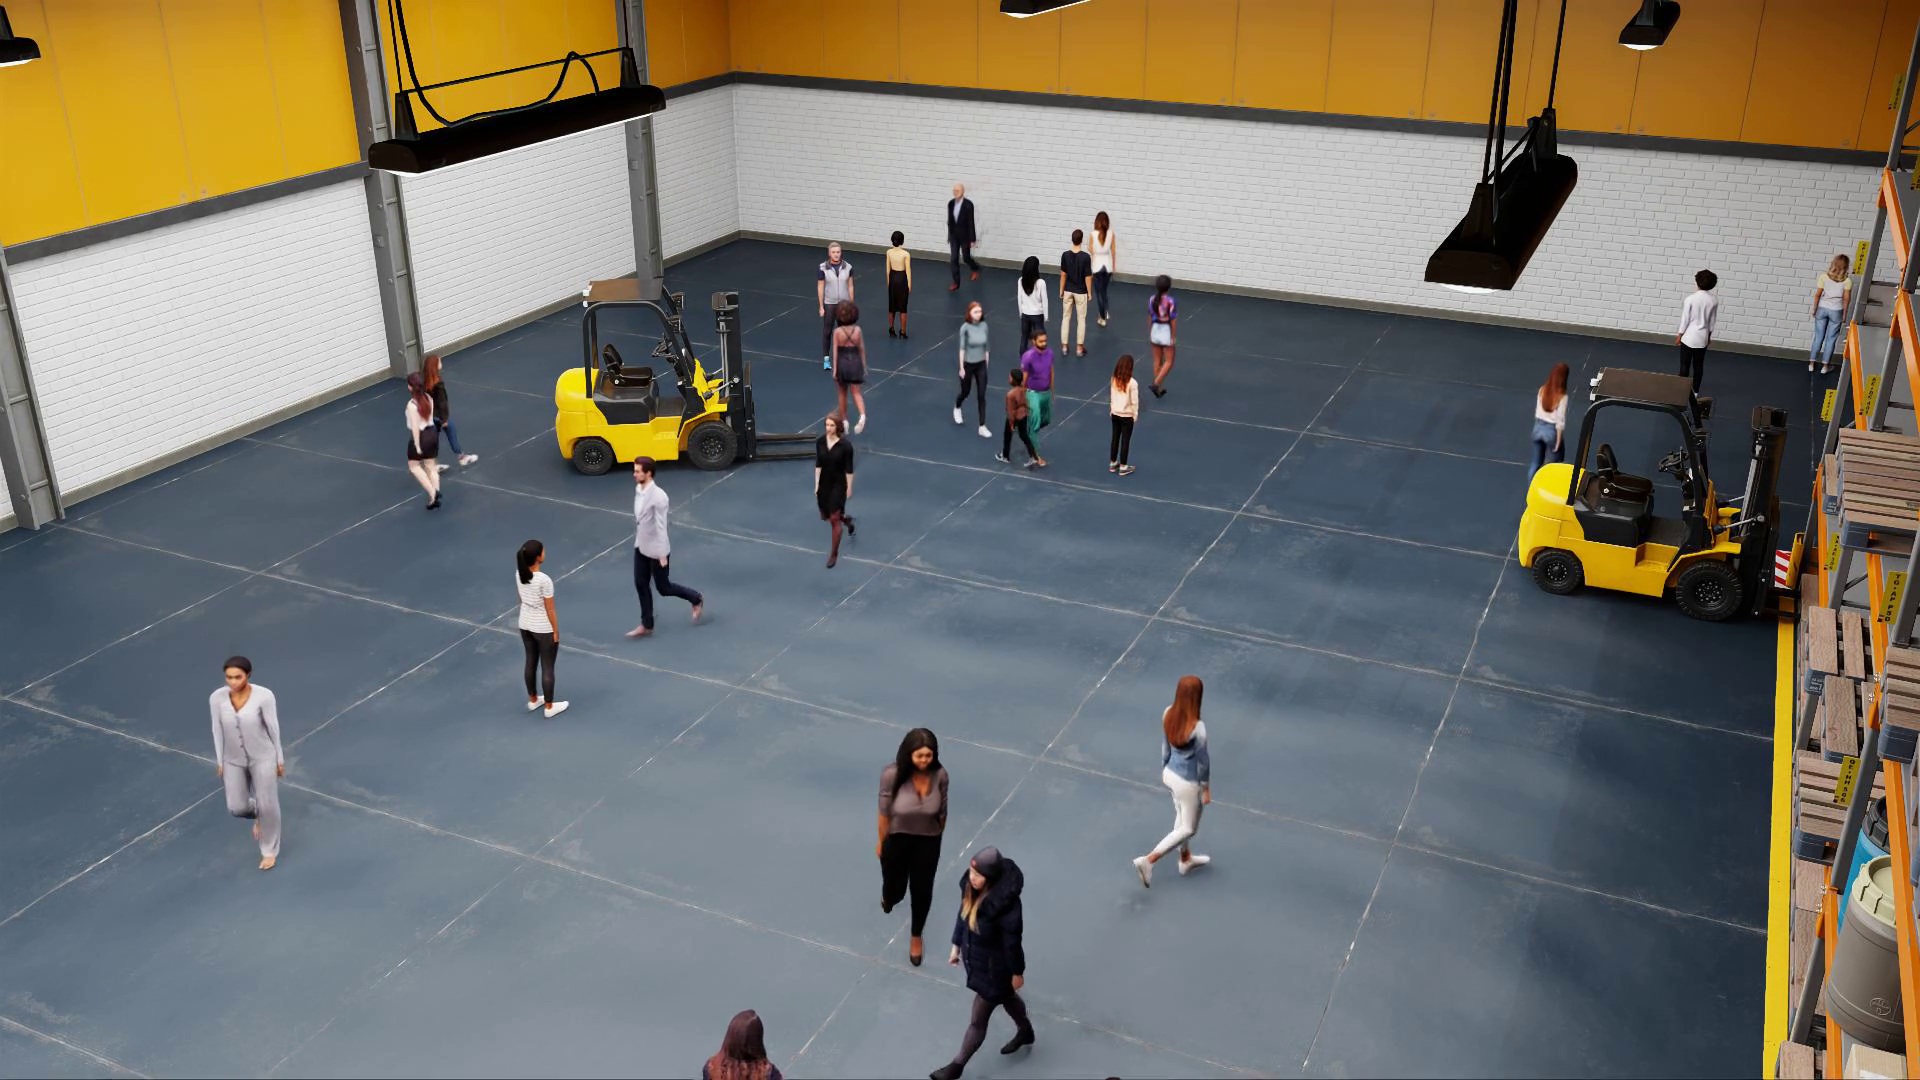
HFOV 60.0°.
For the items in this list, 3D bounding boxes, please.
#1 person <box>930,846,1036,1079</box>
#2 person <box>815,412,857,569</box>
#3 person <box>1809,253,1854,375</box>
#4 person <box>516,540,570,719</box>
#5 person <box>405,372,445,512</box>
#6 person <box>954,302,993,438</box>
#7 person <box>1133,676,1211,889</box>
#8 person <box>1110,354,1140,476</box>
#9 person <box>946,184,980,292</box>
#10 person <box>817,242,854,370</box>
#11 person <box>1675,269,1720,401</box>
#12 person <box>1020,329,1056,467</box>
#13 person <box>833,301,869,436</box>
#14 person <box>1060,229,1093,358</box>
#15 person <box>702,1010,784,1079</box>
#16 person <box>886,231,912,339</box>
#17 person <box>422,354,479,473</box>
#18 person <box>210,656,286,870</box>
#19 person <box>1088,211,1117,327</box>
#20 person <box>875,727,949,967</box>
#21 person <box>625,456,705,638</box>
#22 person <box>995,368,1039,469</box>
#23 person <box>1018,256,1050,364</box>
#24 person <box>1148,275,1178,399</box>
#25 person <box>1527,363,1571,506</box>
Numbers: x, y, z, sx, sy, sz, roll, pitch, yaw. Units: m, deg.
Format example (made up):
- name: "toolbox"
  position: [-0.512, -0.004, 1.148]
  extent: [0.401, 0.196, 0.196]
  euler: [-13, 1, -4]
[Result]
- name: "person"
  position: [0.276, 2.615, 10.421]
  extent: [1.164, 1.625, 1.021]
  euler: [-14, 27, -28]
- name: "person"
  position: [-1.304, -0.569, 17.628]
  extent: [0.605, 1.687, 0.873]
  euler: [11, 26, 24]
- name: "person"
  position: [12.392, -3.235, 23.681]
  extent: [0.686, 1.723, 0.640]
  euler: [20, 30, 38]
- name: "person"
  position: [-3.714, 0.766, 14.628]
  extent: [0.572, 1.644, 0.529]
  euler: [14, 27, 28]
- name: "person"
  position: [-6.008, -1.093, 18.890]
  extent: [0.601, 1.637, 0.530]
  euler: [9, 25, 21]
- name: "person"
  position: [0.135, -2.215, 21.362]
  extent: [1.102, 1.711, 1.100]
  euler: [-10, 26, -22]
- name: "person"
  position: [1.584, 1.802, 12.203]
  extent: [1.069, 1.688, 0.954]
  euler: [-13, 27, -26]
- name: "person"
  position: [1.960, -1.527, 20.074]
  extent: [0.606, 1.483, 0.619]
  euler: [-21, 31, -40]
- name: "person"
  position: [0.051, -5.088, 27.853]
  extent: [0.750, 1.777, 1.064]
  euler: [13, 27, 28]
- name: "person"
  position: [-1.783, -3.379, 23.877]
  extent: [0.757, 1.830, 0.818]
  euler: [-8, 25, -18]
- name: "person"
  position: [9.966, -2.774, 22.518]
  extent: [0.719, 1.810, 0.726]
  euler: [-1, 24, -2]
- name: "person"
  position: [0.907, -1.778, 20.323]
  extent: [0.979, 1.743, 0.984]
  euler: [-19, 30, -37]
- name: "person"
  position: [-1.386, -2.105, 21.045]
  extent: [0.944, 1.764, 1.057]
  euler: [-6, 24, -14]
- name: "person"
  position: [1.699, -3.634, 24.434]
  extent: [0.643, 1.851, 0.555]
  euler: [9, 25, 20]
- name: "person"
  position: [-1.180, 3.302, 8.935]
  extent: [0.732, 1.557, 1.108]
  euler: [6, 24, 14]
- name: "person"
  position: [-0.943, -3.869, 25.223]
  extent: [0.559, 1.651, 0.526]
  euler: [9, 25, 20]
- name: "person"
  position: [-6.340, -1.490, 20.014]
  extent: [0.699, 1.463, 0.884]
  euler: [17, 29, 34]
- name: "person"
  position: [-5.349, 1.614, 12.591]
  extent: [0.851, 1.722, 0.932]
  euler: [-3, 24, -6]
- name: "person"
  position: [2.223, -4.166, 25.754]
  extent: [0.721, 1.770, 0.781]
  euler: [-7, 25, -15]
- name: "person"
  position: [-0.350, 2.051, 11.466]
  extent: [0.921, 1.822, 1.008]
  euler: [-3, 24, -6]
- name: "person"
  position: [-2.878, 0.060, 16.015]
  extent: [1.164, 1.827, 0.962]
  euler: [-18, 29, -35]
- name: "person"
  position: [0.752, -1.470, 20.252]
  extent: [0.877, 1.236, 0.778]
  euler: [-20, 31, -39]
- name: "person"
  position: [1.023, -3.203, 23.639]
  extent: [0.627, 1.700, 0.567]
  euler: [13, 27, 27]
- name: "person"
  position: [2.691, -2.711, 22.472]
  extent: [0.673, 1.733, 0.878]
  euler: [15, 28, 31]
- name: "person"
  position: [6.658, -1.173, 18.974]
  extent: [0.707, 1.715, 0.683]
  euler: [-20, 30, -38]
